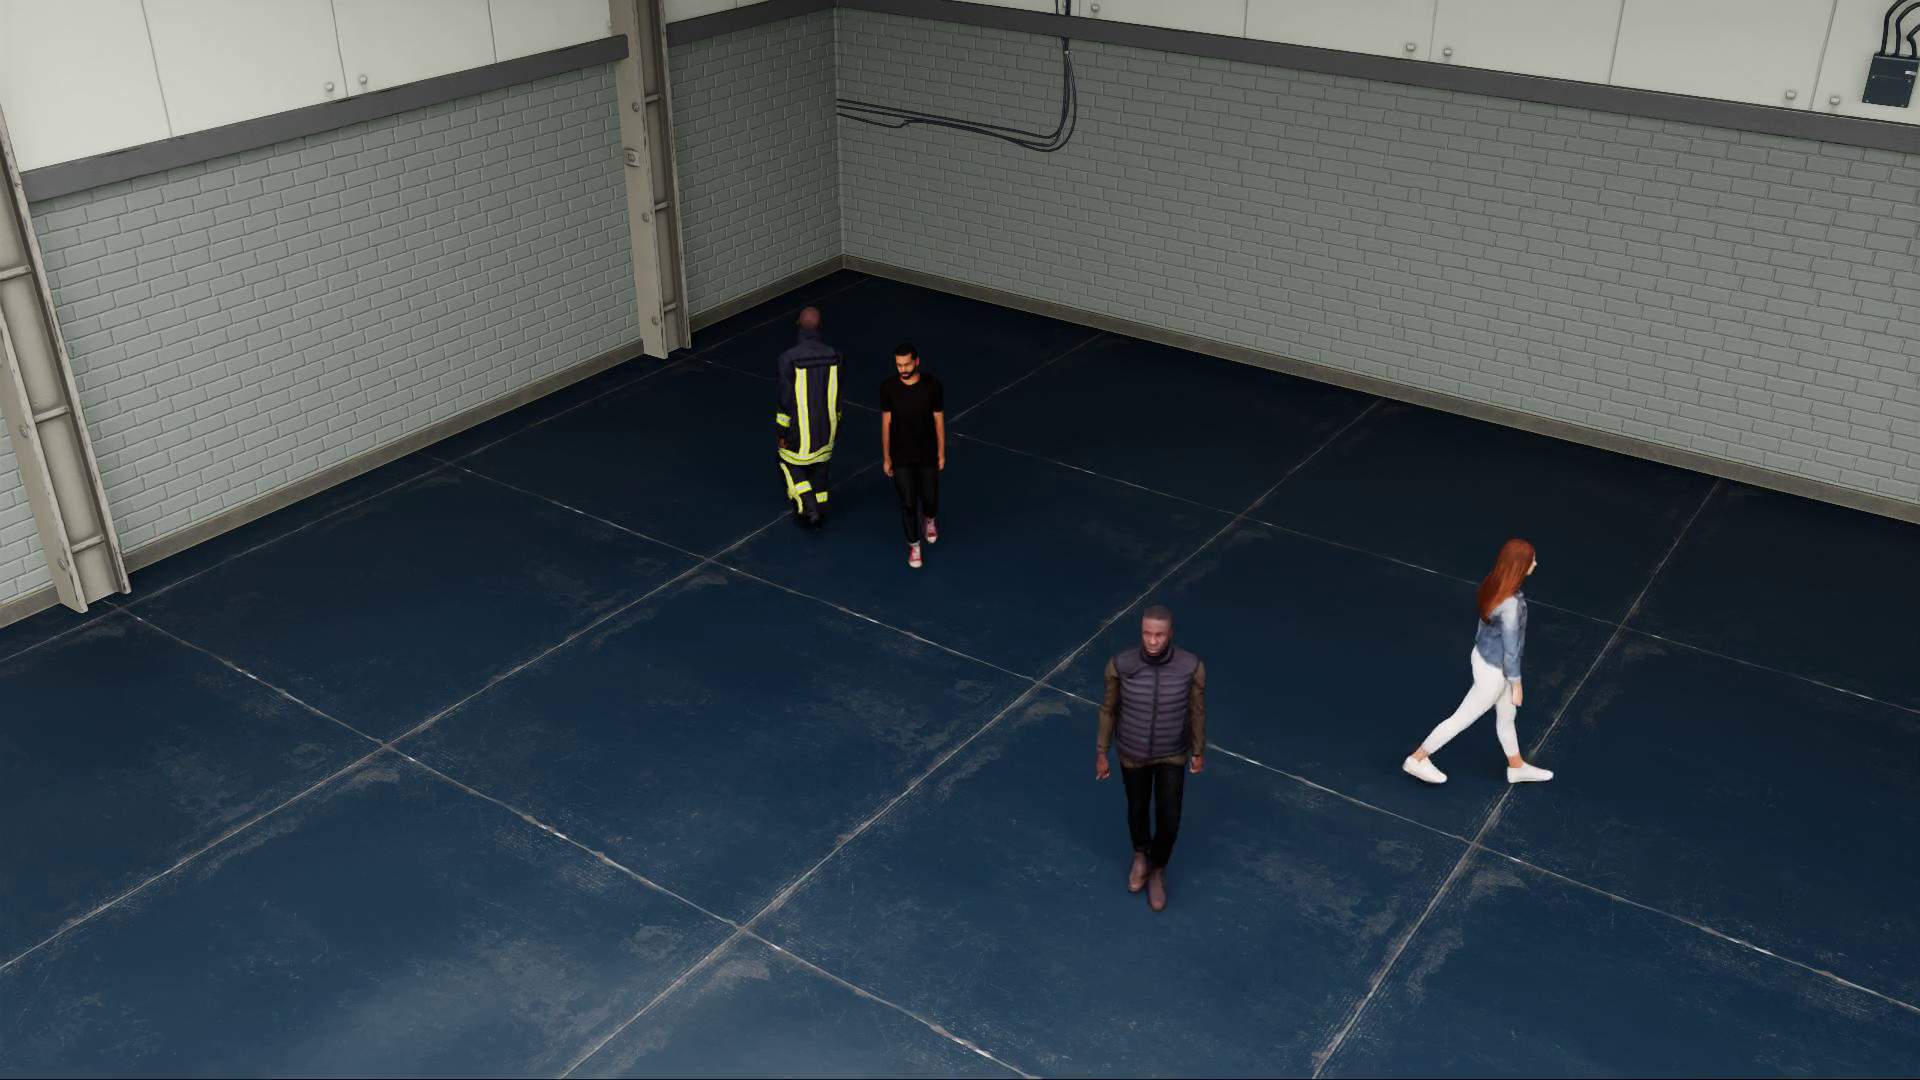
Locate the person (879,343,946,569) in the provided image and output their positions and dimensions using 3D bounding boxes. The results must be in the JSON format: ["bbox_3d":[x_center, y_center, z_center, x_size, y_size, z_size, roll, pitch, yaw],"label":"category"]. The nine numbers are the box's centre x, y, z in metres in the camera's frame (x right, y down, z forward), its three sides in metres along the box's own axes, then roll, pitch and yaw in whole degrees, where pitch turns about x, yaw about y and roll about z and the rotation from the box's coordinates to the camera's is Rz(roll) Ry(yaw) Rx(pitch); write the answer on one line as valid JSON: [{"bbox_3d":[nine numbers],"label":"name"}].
[{"bbox_3d":[-0.355,-0.672,12.412,0.861,1.740,0.931,-3,28,-6],"label":"person"}]

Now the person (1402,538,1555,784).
[{"bbox_3d":[3.041,0.767,9.797,1.028,1.659,1.160,4,28,7],"label":"person"}]

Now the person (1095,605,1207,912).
[{"bbox_3d":[1.051,1.105,8.987,0.847,1.822,0.836,5,29,10],"label":"person"}]

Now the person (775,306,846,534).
[{"bbox_3d":[-1.112,-0.879,12.731,0.922,1.805,0.991,-17,33,-29],"label":"person"}]
